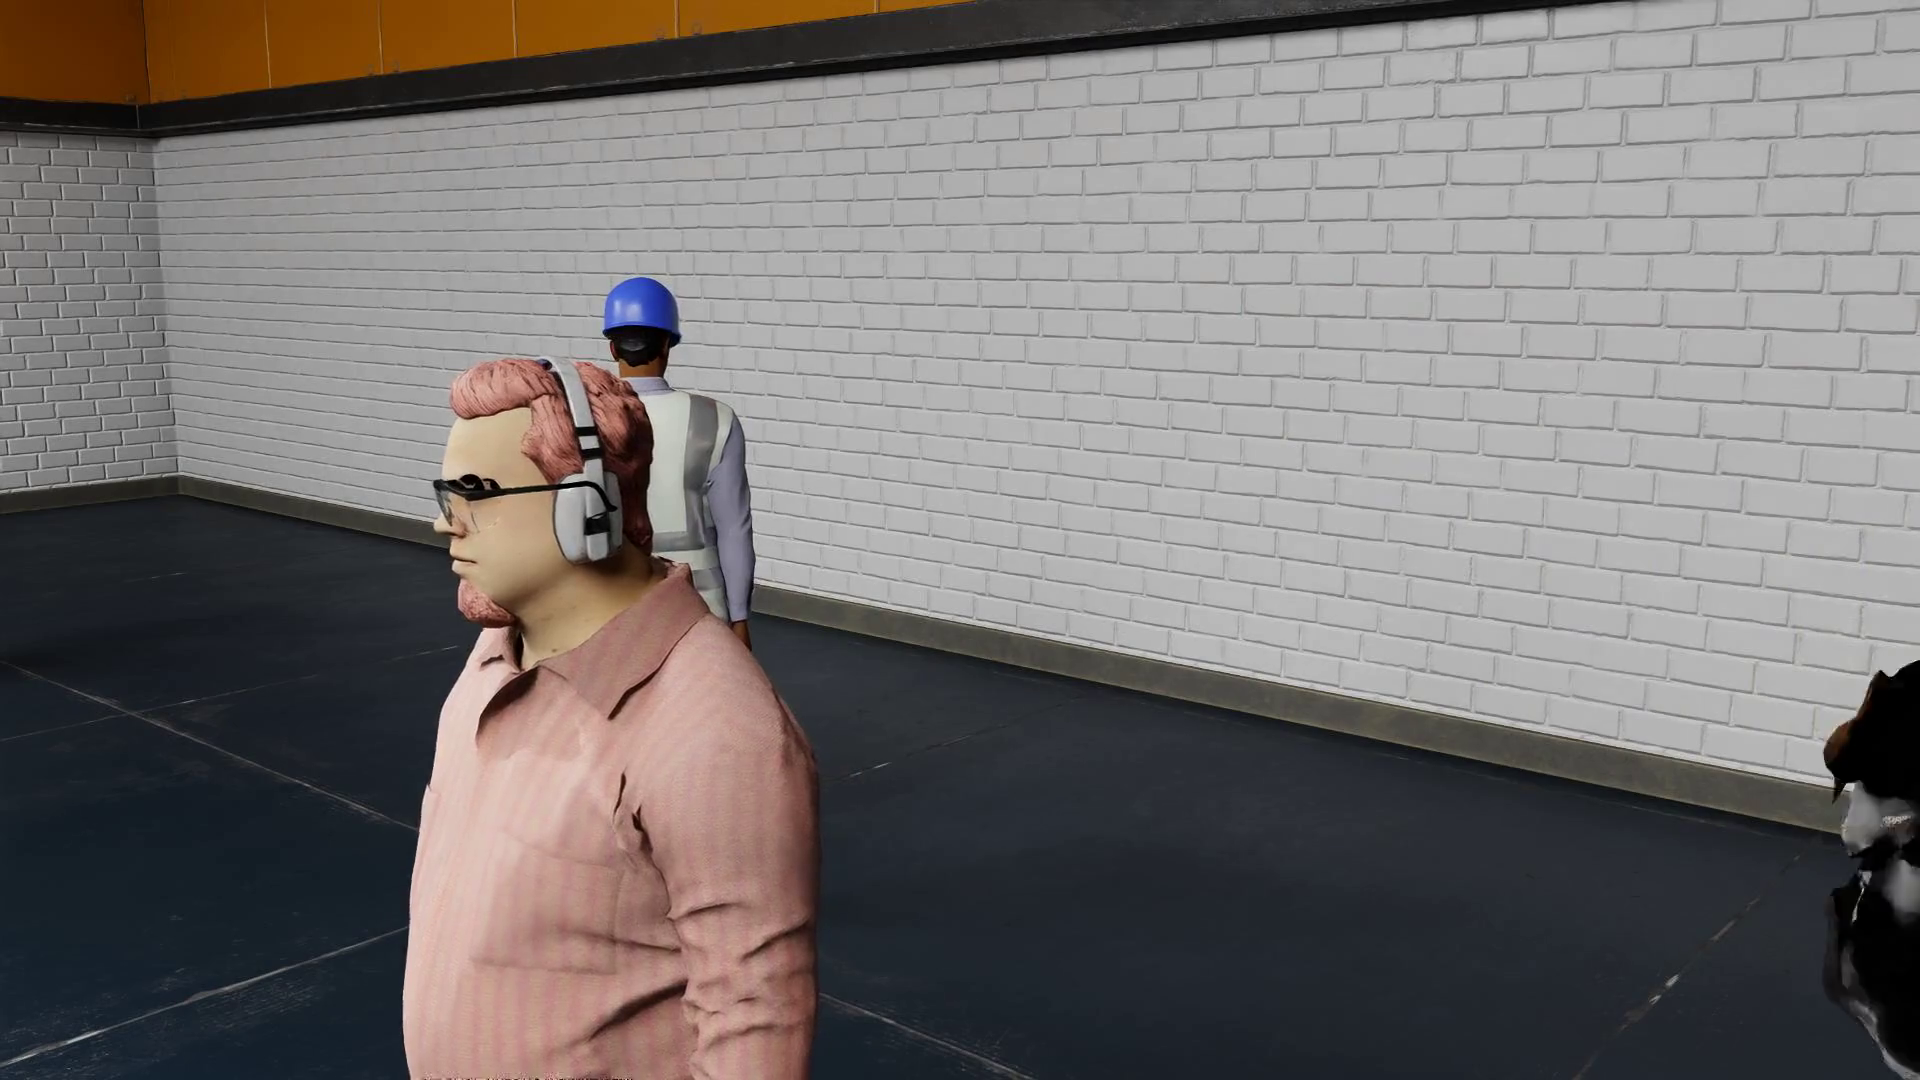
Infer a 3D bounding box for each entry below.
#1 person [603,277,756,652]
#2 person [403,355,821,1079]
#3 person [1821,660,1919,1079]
[{"bbox_3d":[-0.892,0.218,4.831,0.603,1.938,0.401,-1,10,-3],"label":"person"},{"bbox_3d":[-0.437,0.739,1.957,0.401,1.907,0.648,-8,13,-38],"label":"person"},{"bbox_3d":[0.602,0.949,1.064,0.647,1.800,0.913,-8,13,-38],"label":"person"}]
